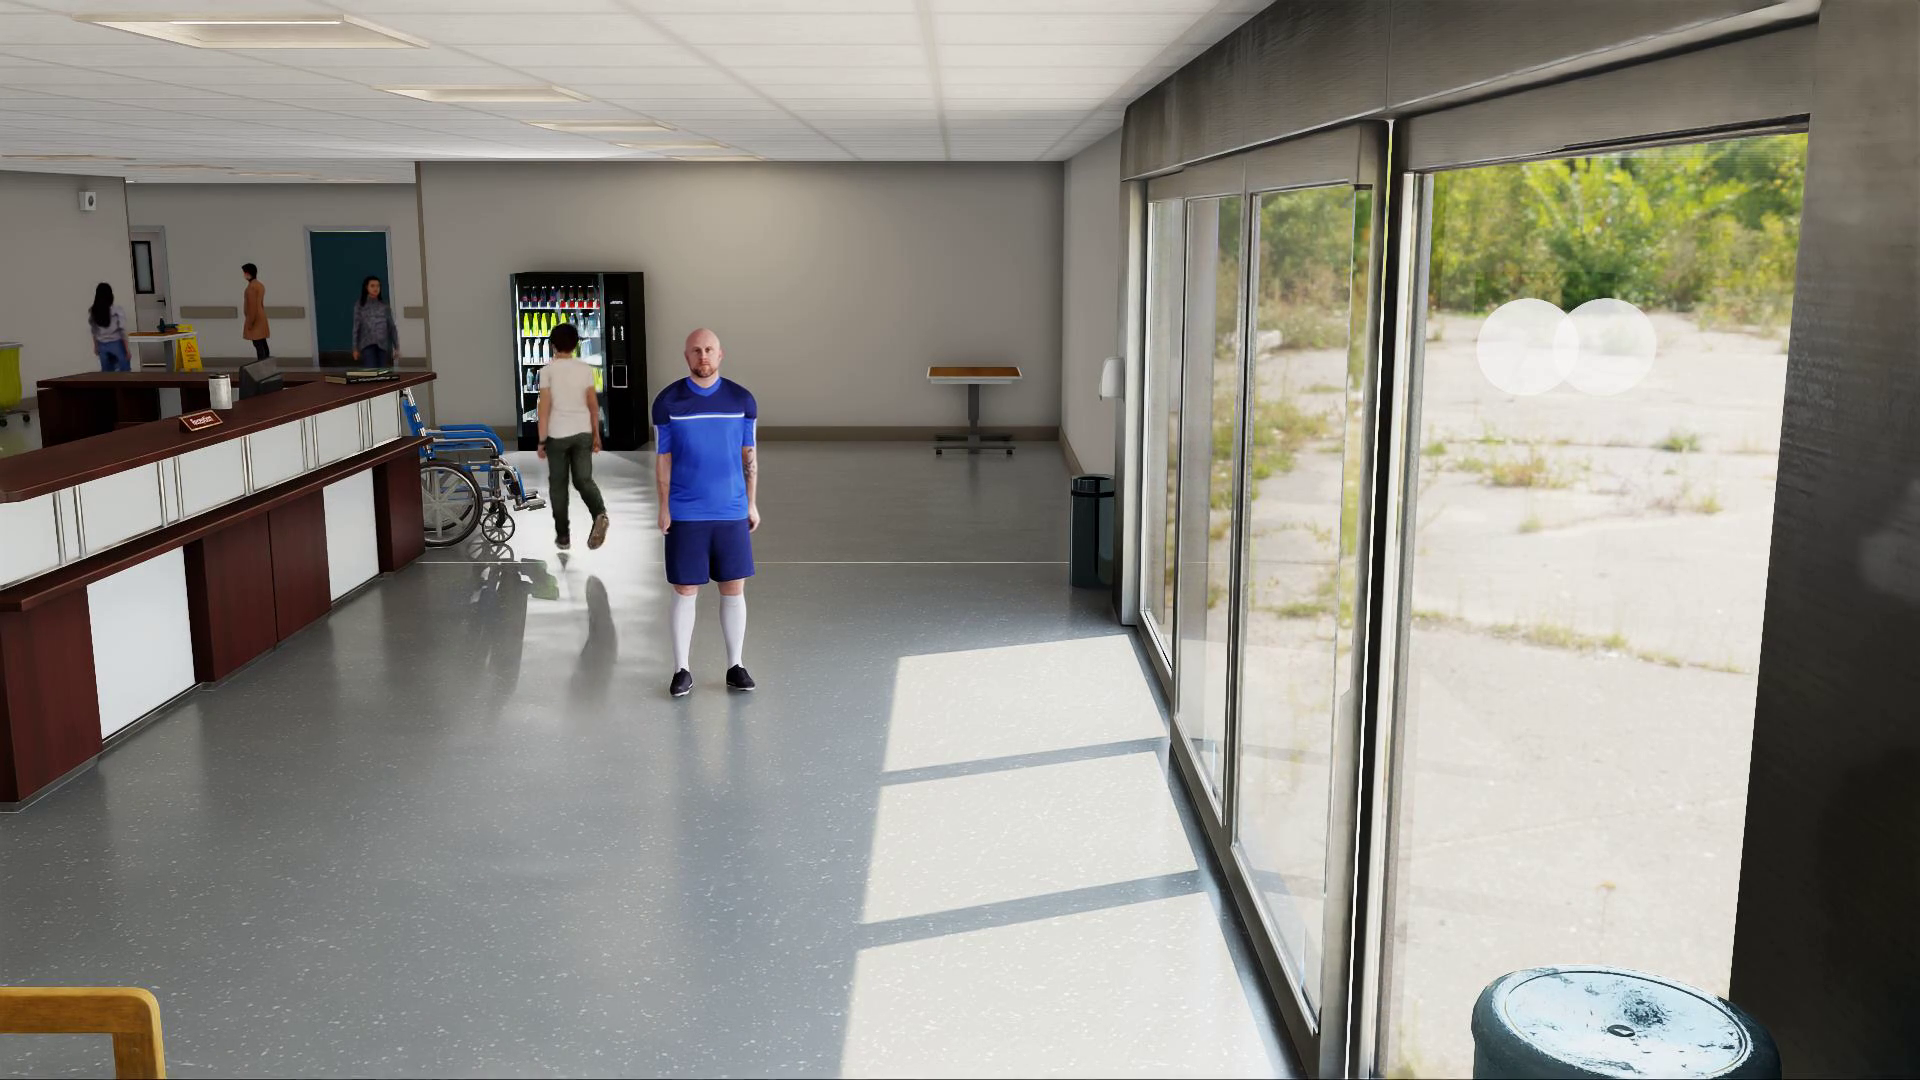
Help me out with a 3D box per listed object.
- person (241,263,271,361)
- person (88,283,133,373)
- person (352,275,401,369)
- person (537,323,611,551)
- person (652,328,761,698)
[{"bbox_3d":[-10.869,-3.413,25.718,0.634,1.726,0.658,-1,11,-5],"label":"person"},{"bbox_3d":[-10.545,-2.344,20.559,0.825,1.592,0.710,1,11,7],"label":"person"},{"bbox_3d":[-7.134,-2.329,20.180,1.069,1.702,1.082,-8,13,-37],"label":"person"},{"bbox_3d":[-2.726,-0.693,11.764,1.051,1.627,0.976,-6,12,-30],"label":"person"},{"bbox_3d":[-1.256,-0.145,8.300,0.615,1.841,0.794,-3,11,-18],"label":"person"}]
